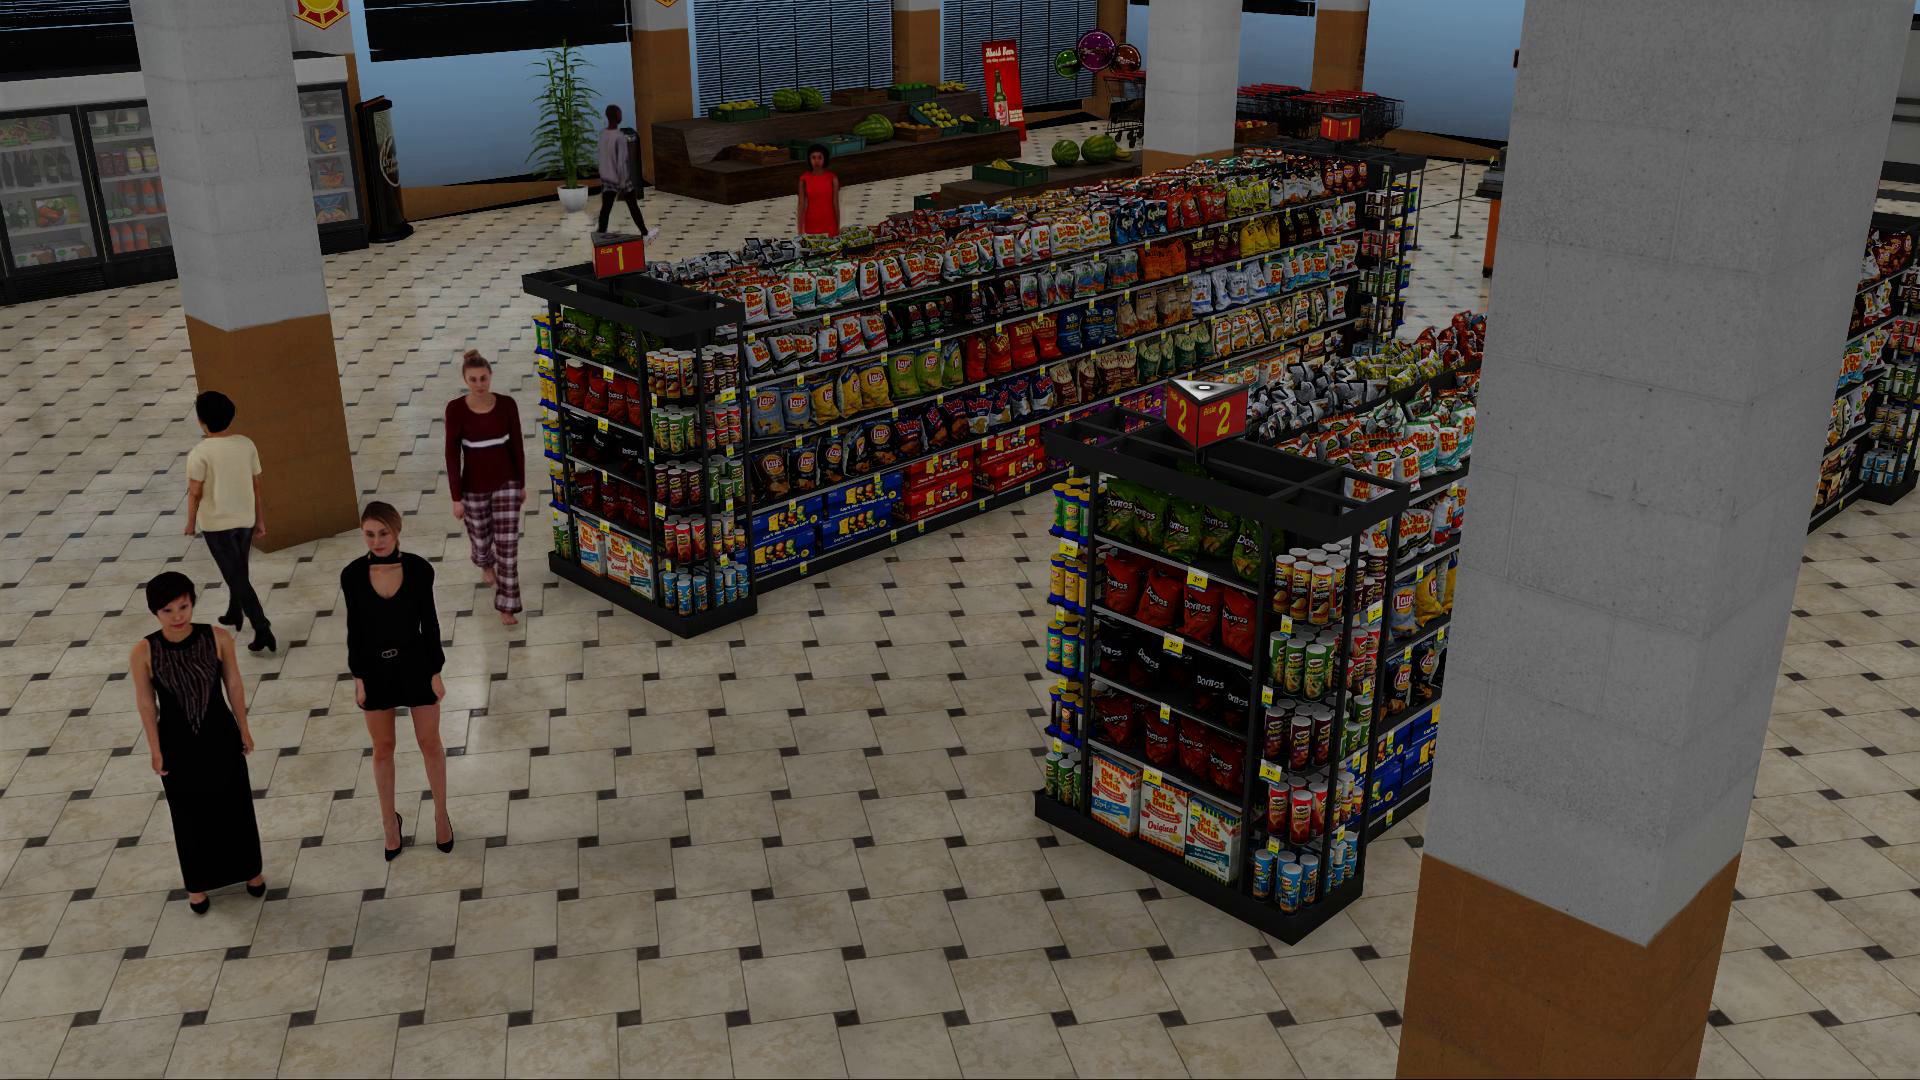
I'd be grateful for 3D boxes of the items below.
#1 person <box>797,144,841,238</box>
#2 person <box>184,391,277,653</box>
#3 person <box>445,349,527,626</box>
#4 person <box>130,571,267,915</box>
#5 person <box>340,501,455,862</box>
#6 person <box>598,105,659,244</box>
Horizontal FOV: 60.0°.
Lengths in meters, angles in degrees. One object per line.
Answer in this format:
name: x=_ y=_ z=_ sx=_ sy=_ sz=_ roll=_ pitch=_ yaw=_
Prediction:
person: x=-1.463 y=-3.253 z=17.426 sx=1.076 sy=1.693 sz=1.121 roll=-1 pitch=22 yaw=-1
person: x=-4.222 y=-0.063 z=9.673 sx=0.807 sy=1.554 sz=0.890 roll=12 pitch=25 yaw=27
person: x=-2.904 y=-0.346 z=10.220 sx=1.046 sy=1.670 sz=0.926 roll=-9 pitch=24 yaw=-21
person: x=-3.331 y=0.873 z=7.281 sx=0.517 sy=1.600 sz=0.674 roll=-14 pitch=26 yaw=-31
person: x=-2.567 y=0.643 z=7.629 sx=0.611 sy=1.768 sz=0.713 roll=-5 pitch=22 yaw=-13
person: x=-4.210 y=-4.281 z=19.940 sx=0.795 sy=1.725 sz=1.201 roll=13 pitch=25 yaw=30
